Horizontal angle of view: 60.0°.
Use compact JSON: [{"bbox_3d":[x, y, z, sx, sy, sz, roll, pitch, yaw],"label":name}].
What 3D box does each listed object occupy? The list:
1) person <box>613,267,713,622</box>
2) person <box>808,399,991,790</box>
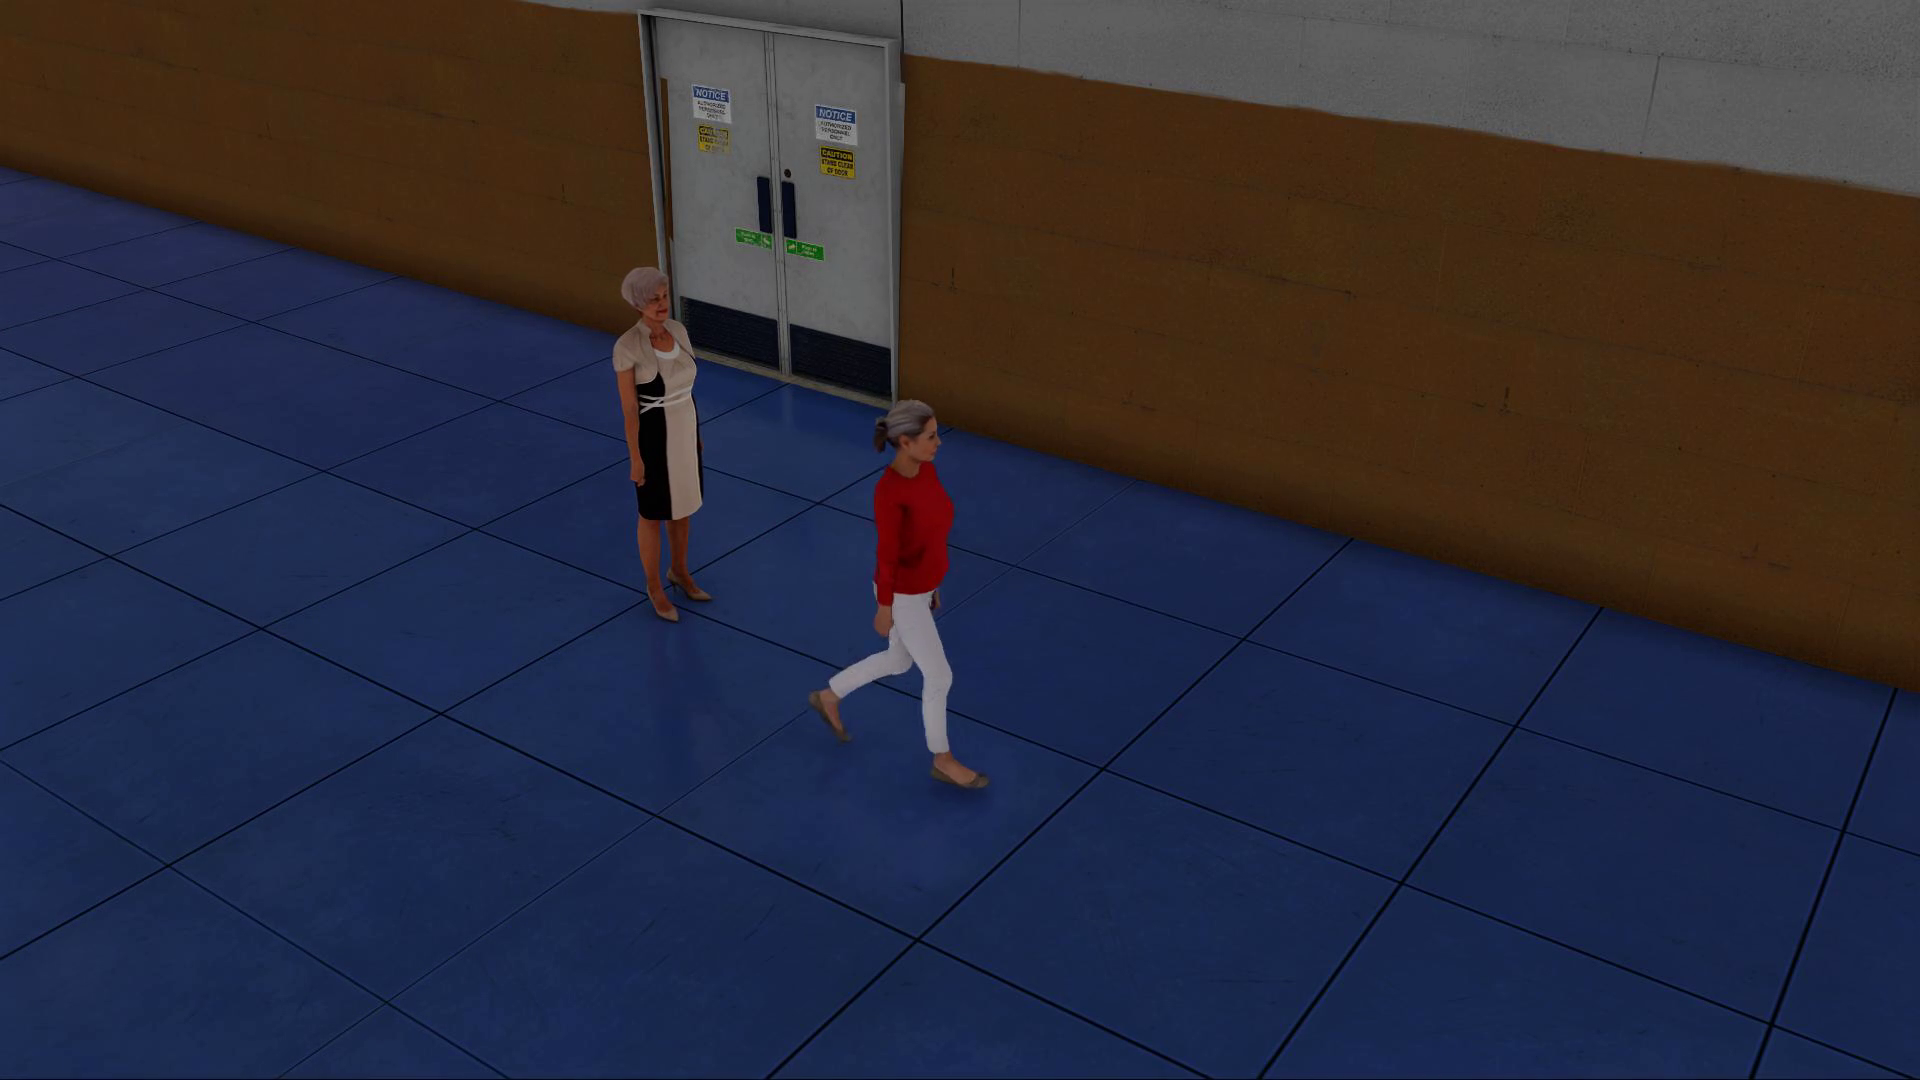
[{"bbox_3d":[-1.426,-0.461,7.977,0.699,1.755,0.462,16,31,29],"label":"person"},{"bbox_3d":[-0.292,0.221,6.736,0.790,1.661,1.075,10,29,20],"label":"person"}]
